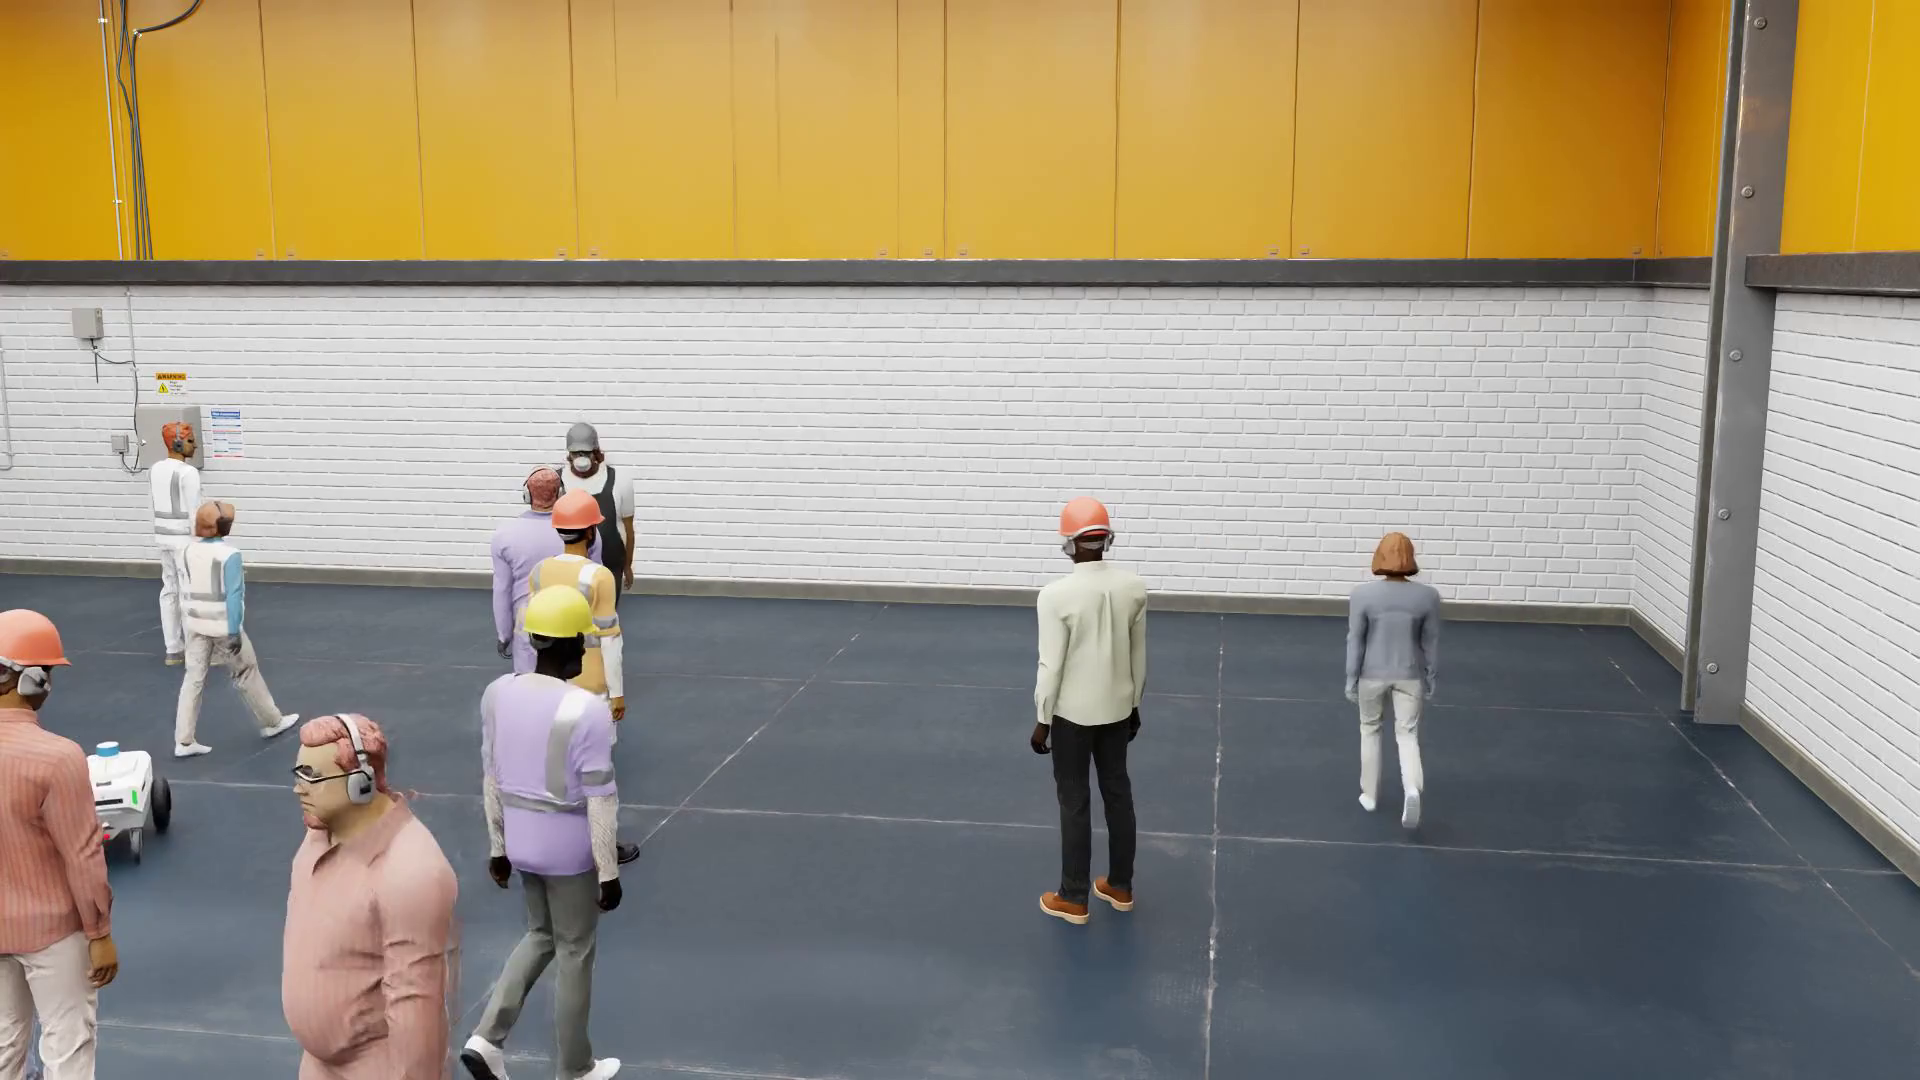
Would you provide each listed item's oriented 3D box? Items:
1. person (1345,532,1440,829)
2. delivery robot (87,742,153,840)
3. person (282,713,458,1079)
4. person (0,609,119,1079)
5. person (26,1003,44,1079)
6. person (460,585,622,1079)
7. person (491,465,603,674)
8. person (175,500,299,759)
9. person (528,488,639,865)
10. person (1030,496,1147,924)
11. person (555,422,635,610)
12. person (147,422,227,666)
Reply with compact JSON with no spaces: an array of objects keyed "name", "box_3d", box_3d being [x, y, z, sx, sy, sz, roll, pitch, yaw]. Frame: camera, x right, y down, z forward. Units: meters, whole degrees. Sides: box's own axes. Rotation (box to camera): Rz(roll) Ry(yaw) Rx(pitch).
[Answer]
[{"name":"person","box_3d":[2.376,0.766,9.109,0.508,1.613,0.680,1,9,5]},{"name":"delivery robot","box_3d":[-4.455,1.305,8.728,0.477,0.478,0.707,-3,10,-21]},{"name":"person","box_3d":[-1.555,1.373,4.486,0.655,1.891,0.536,9,13,43]},{"name":"person","box_3d":[-2.914,1.203,5.243,0.609,1.986,0.390,3,10,15]},{"name":"person","box_3d":[-3.425,1.203,5.973,0.520,1.753,0.391,5,10,27]},{"name":"person","box_3d":[-1.497,1.116,6.004,0.589,1.916,0.531,6,11,33]},{"name":"person","box_3d":[-2.398,0.513,9.736,0.641,1.912,0.407,-3,10,-18]},{"name":"person","box_3d":[-4.652,0.543,10.507,0.538,1.584,0.851,5,10,27]},{"name":"person","box_3d":[-1.916,0.705,8.455,0.547,1.942,0.350,5,11,29]},{"name":"person","box_3d":[0.594,0.787,7.790,0.621,1.989,0.398,-6,11,-32]},{"name":"person","box_3d":[-2.655,0.113,11.801,0.693,2.000,1.008,-1,9,-6]},{"name":"person","box_3d":[-5.960,0.040,12.739,0.574,1.881,0.358,6,11,32]}]
